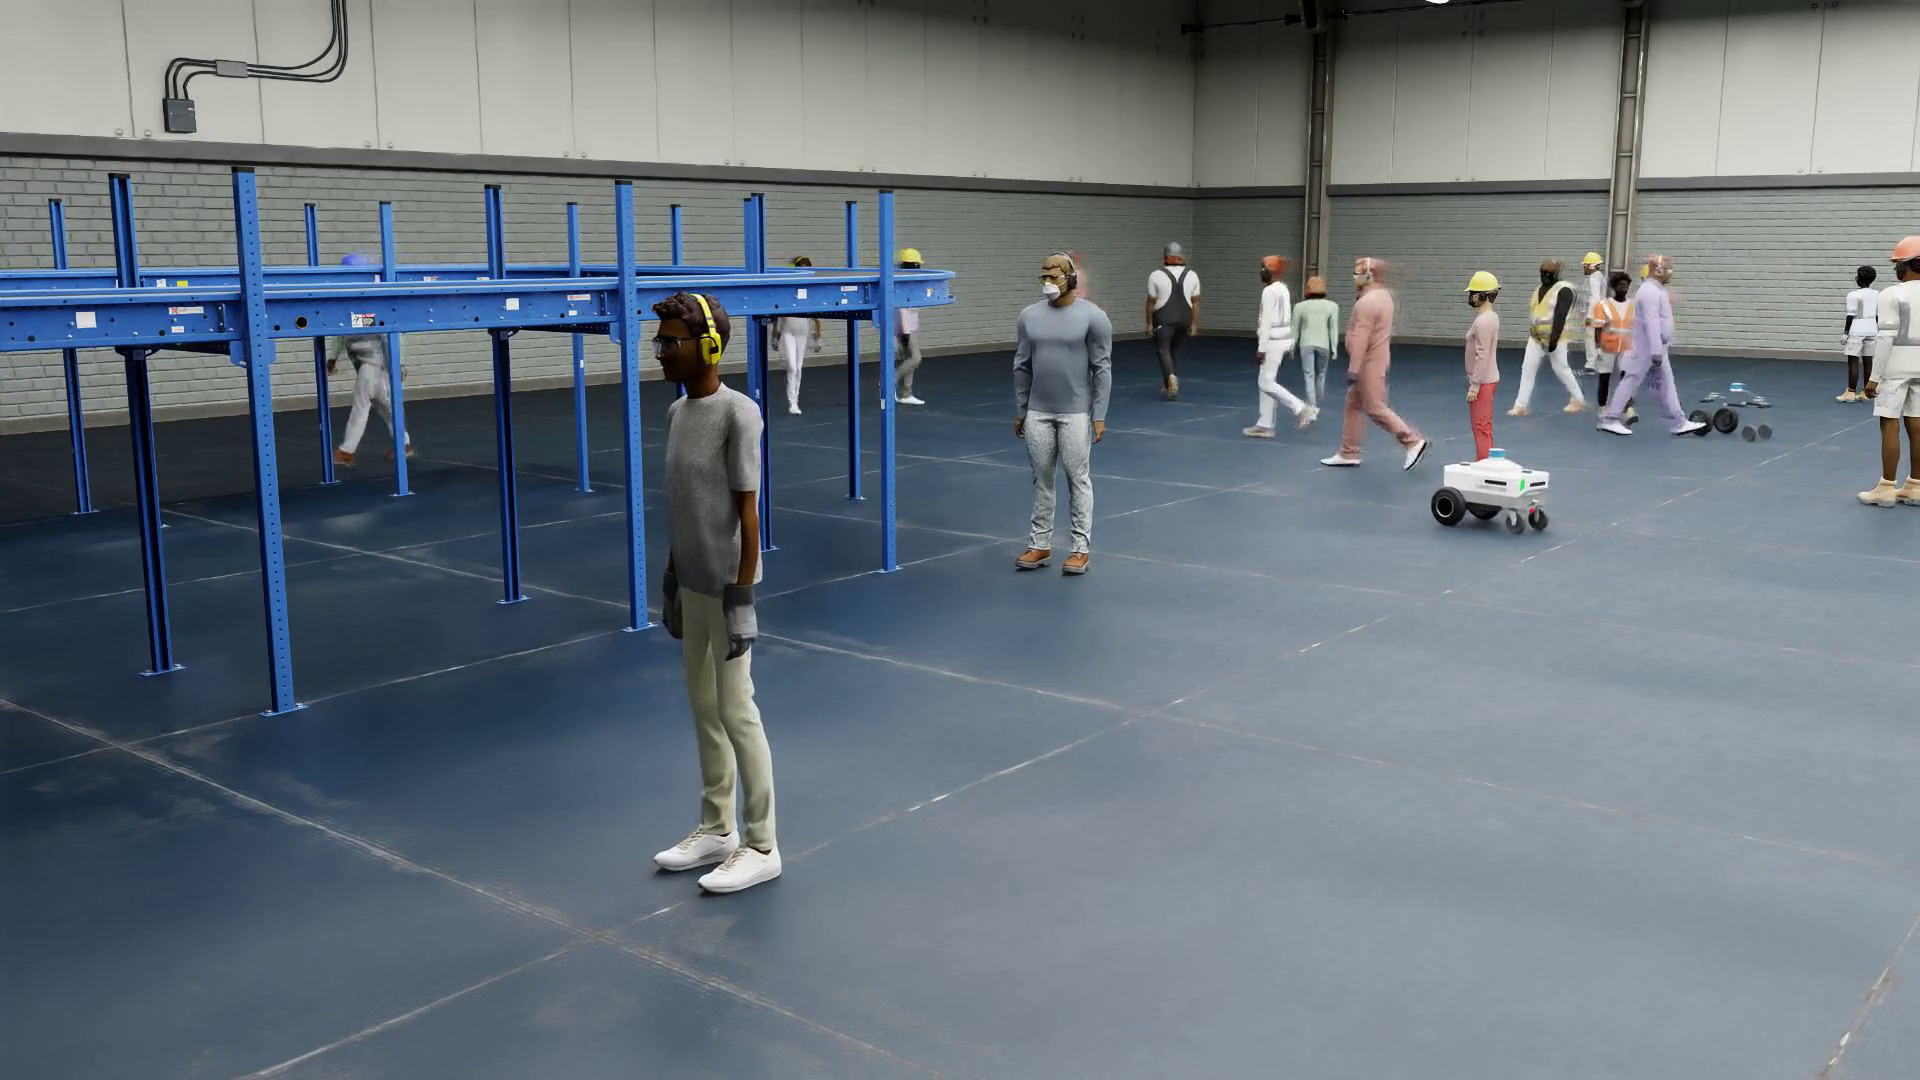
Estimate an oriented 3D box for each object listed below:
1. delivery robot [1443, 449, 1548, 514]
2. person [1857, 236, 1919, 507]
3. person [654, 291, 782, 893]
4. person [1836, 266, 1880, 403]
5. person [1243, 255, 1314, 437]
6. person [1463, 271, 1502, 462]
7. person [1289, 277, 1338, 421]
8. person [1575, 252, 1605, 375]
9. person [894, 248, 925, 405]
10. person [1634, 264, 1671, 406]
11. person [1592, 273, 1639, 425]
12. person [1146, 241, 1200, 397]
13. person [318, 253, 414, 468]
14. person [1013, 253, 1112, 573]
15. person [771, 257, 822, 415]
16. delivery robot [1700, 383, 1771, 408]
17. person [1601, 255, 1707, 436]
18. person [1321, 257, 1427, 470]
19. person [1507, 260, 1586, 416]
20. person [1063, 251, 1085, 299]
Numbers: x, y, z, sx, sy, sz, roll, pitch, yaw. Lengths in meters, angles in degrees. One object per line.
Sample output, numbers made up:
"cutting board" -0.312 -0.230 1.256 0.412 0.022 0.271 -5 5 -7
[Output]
"delivery robot" 3.802 -0.406 11.816 0.477 0.478 0.707 -8 12 -36
"person" 7.186 -1.285 12.709 0.615 2.041 0.384 -3 11 -16
"person" -0.785 0.160 5.224 0.327 1.865 0.517 -8 13 -37
"person" 11.258 -2.571 20.790 0.535 1.700 0.318 -3 11 -18
"person" 3.273 -1.973 17.008 0.655 1.867 0.601 5 11 24
"person" 4.142 -1.249 13.284 0.313 1.769 0.525 4 11 22
"person" 3.976 -2.161 18.768 0.516 1.589 0.855 1 10 4
"person" 9.509 -3.418 25.112 0.404 1.830 0.603 4 11 23
"person" -0.659 -2.598 20.340 0.465 1.911 0.616 1 10 3
"person" 8.512 -2.533 20.477 0.529 1.731 0.844 -2 10 -10
"person" 7.186 -2.081 18.174 0.551 1.649 0.844 1 10 5
"person" 2.733 -2.829 21.392 0.688 2.000 0.855 -2 10 -13
"person" -5.378 -1.625 15.010 0.612 1.900 0.985 10 14 43
"person" 0.609 -0.772 10.155 0.637 1.938 0.355 6 12 29
"person" -1.879 -2.336 19.139 0.537 1.824 0.820 -4 11 -22
"delivery robot" 8.030 -1.509 17.216 0.335 0.223 0.698 -6 12 -30
"person" 7.182 -1.996 17.168 1.020 1.854 0.667 5 12 27
"person" 3.697 -1.554 14.705 0.890 1.876 0.647 4 11 23
"person" 6.893 -2.339 19.306 0.911 1.807 0.607 -4 11 -23
"person" 1.679 -3.370 24.767 0.969 1.867 0.656 3 11 16
